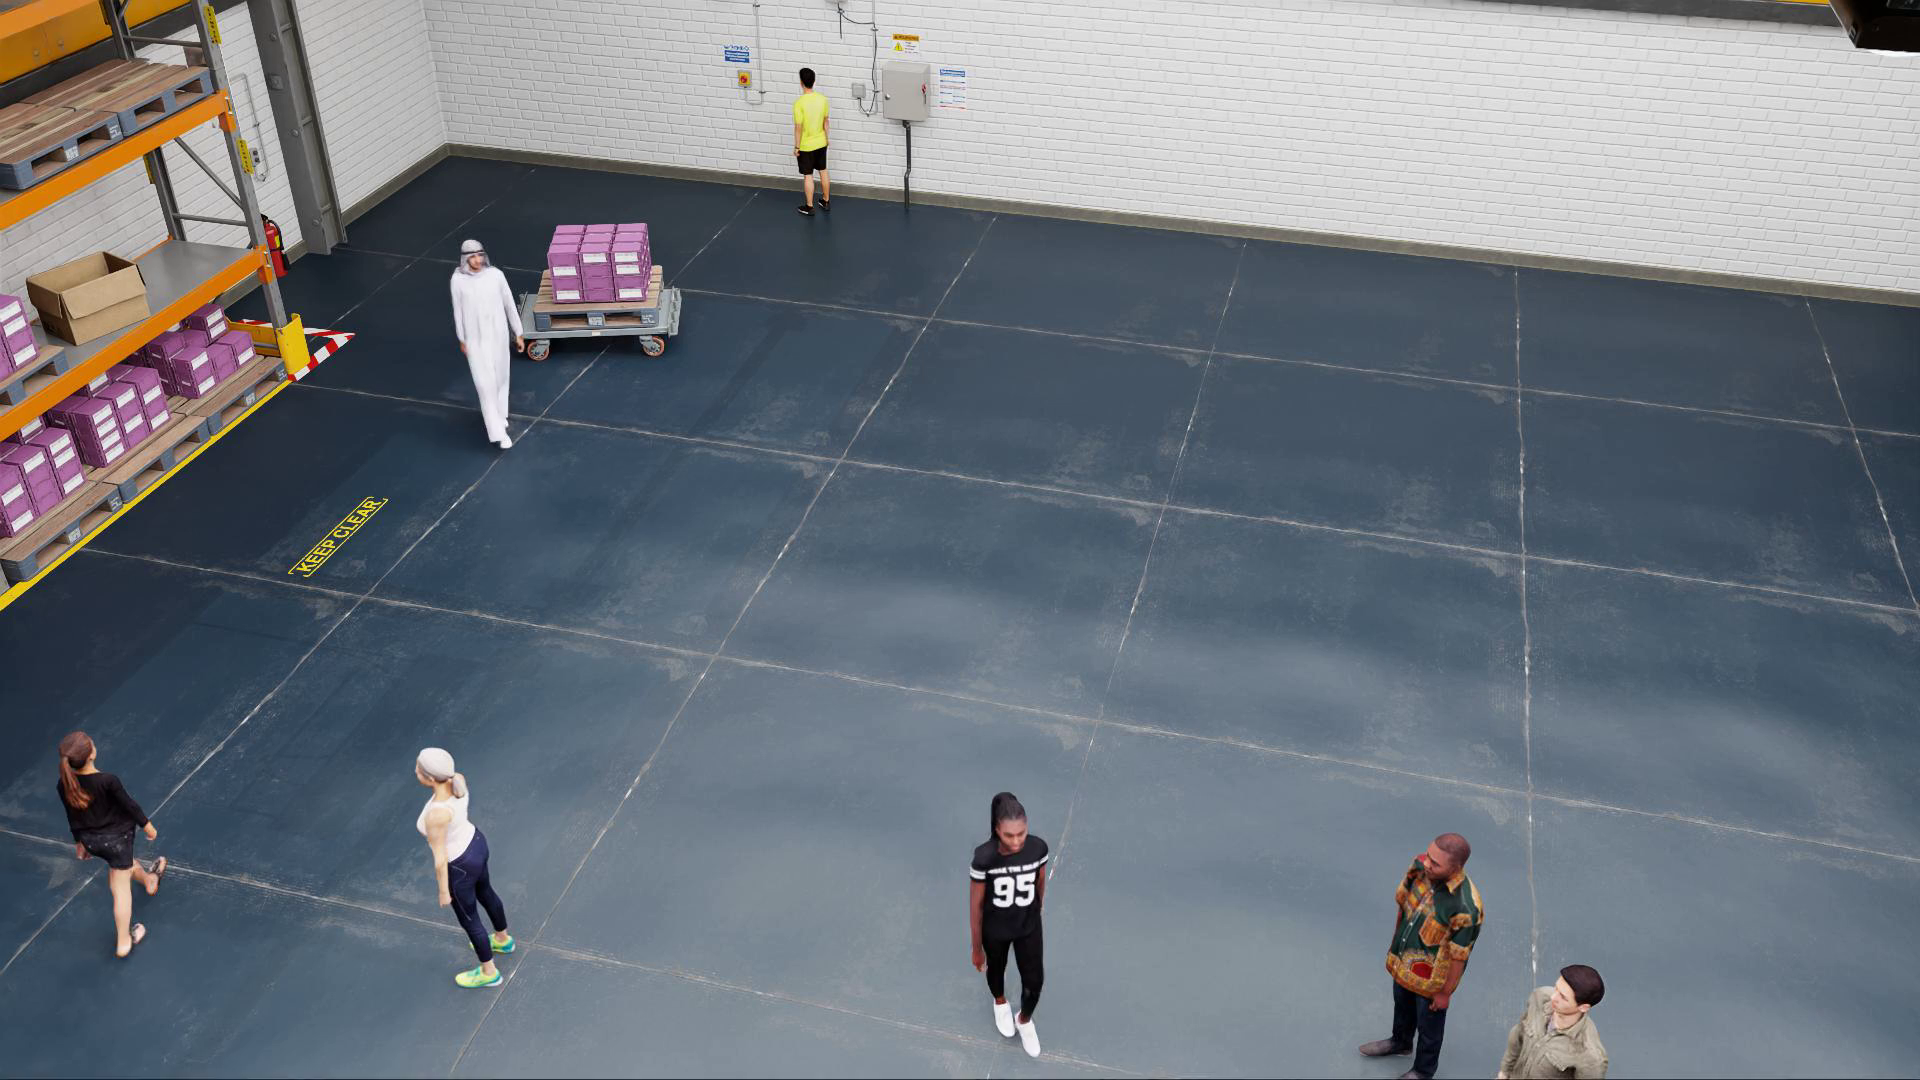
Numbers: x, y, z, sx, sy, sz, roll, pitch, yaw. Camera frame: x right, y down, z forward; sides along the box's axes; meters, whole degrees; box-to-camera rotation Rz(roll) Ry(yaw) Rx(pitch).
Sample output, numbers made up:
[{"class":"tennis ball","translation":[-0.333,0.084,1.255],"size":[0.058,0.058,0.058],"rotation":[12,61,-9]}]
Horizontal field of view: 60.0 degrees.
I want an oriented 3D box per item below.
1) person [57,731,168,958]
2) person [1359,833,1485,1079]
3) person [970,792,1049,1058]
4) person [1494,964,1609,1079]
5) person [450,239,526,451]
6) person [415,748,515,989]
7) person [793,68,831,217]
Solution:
[{"class":"person","translation":[-5.071,1.823,9.841],"size":[0.691,1.523,1.021],"rotation":[1,34,2]},{"class":"person","translation":[2.518,2.257,8.932],"size":[0.885,1.806,0.803],"rotation":[-12,36,-18]},{"class":"person","translation":[0.243,2.088,9.271],"size":[0.759,1.714,0.820],"rotation":[-6,34,-10]},{"class":"person","translation":[2.857,2.753,8.133],"size":[0.854,1.865,0.734],"rotation":[-10,35,-15]},{"class":"person","translation":[-4.294,-1.851,15.032],"size":[1.175,1.896,1.225],"rotation":[-19,38,-27]},{"class":"person","translation":[-2.861,1.873,9.607],"size":[0.686,1.699,0.533],"rotation":[2,34,3]},{"class":"person","translation":[-1.730,-4.659,19.427],"size":[0.664,1.707,0.755],"rotation":[-22,40,-30]}]
